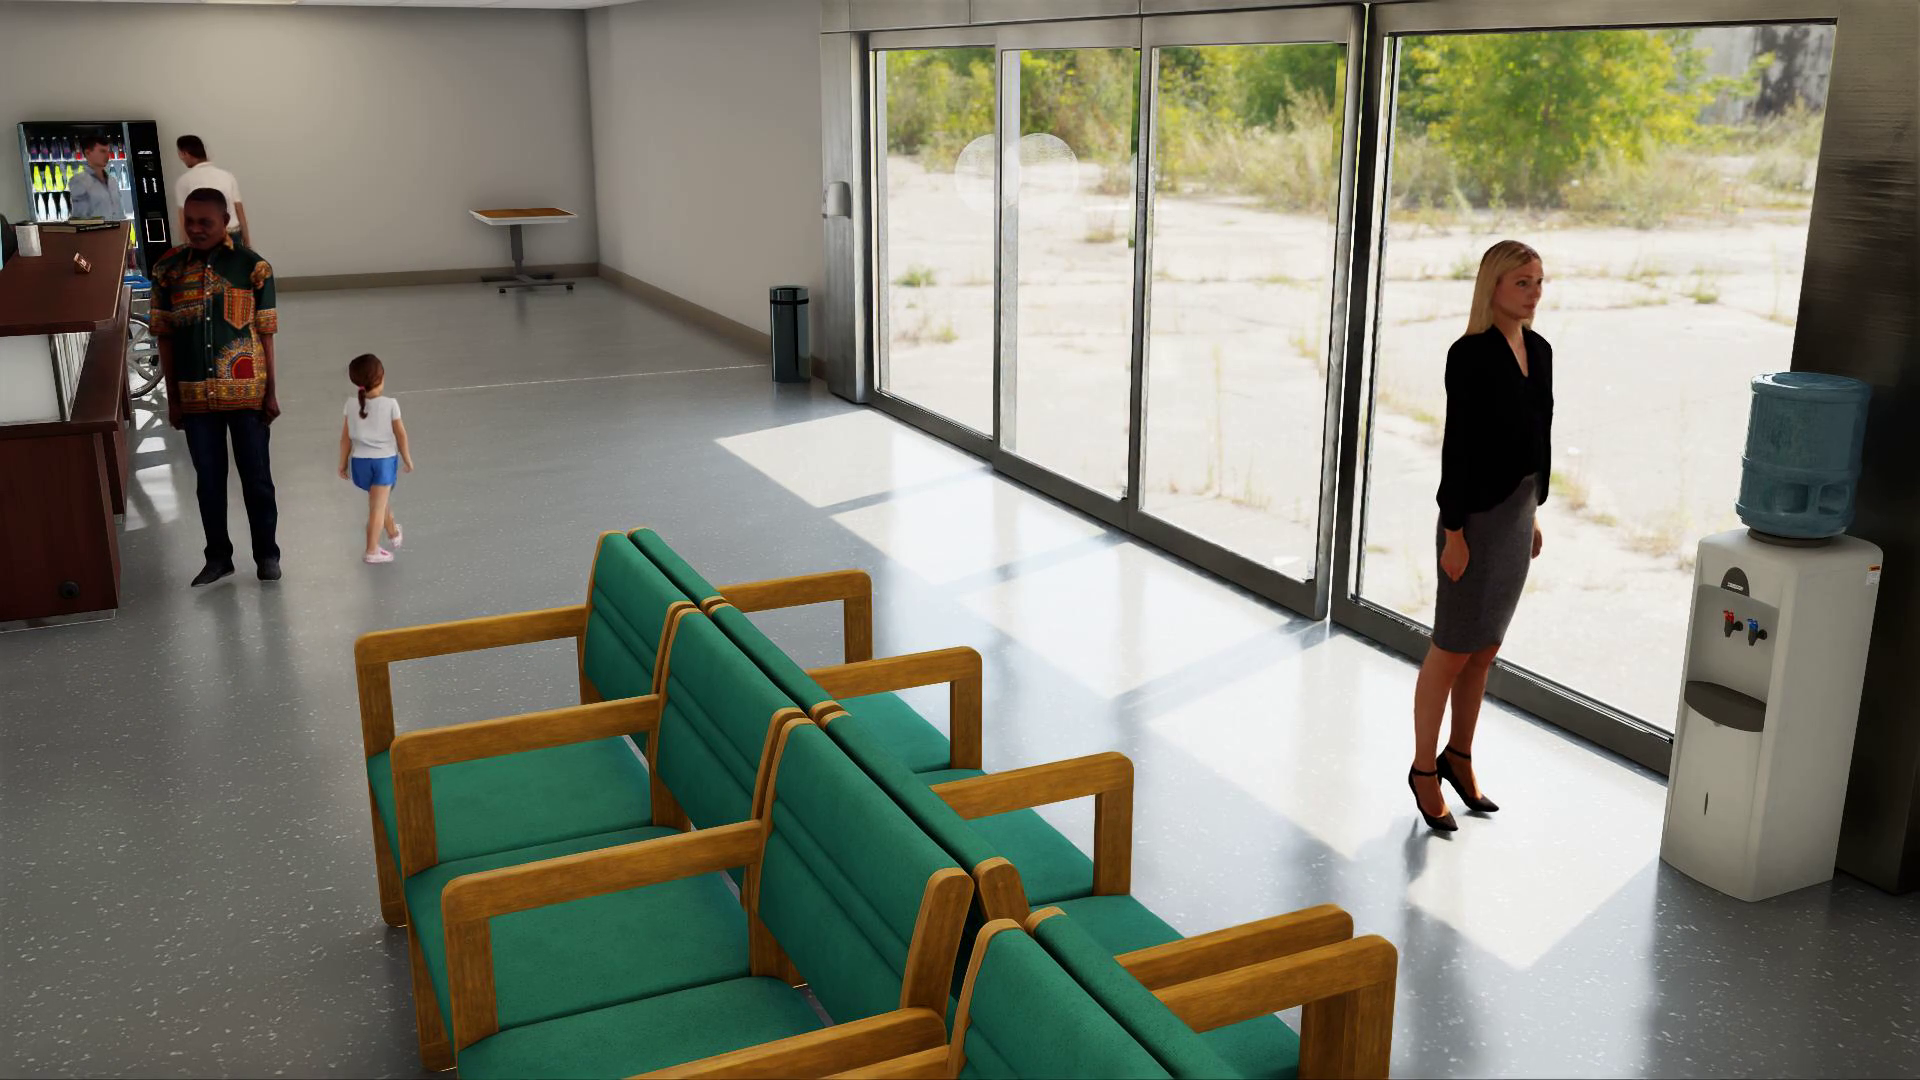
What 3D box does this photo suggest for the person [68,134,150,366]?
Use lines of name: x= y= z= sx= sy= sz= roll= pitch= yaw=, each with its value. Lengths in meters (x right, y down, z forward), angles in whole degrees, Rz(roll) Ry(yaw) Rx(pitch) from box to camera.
person: x=-6.917 y=-2.306 z=13.324 sx=0.951 sy=1.836 sz=0.880 roll=5 pitch=17 yaw=17

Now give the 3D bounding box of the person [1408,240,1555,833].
person: x=1.609 y=0.003 z=5.124 sx=0.563 sy=1.842 sz=0.725 roll=-12 pitch=20 yaw=-37

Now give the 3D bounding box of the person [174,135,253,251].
person: x=-6.032 y=-2.357 z=13.569 sx=1.009 sy=1.802 sz=0.976 roll=-14 pitch=21 yaw=-40

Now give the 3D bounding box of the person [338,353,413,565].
person: x=-2.844 y=-0.369 z=8.008 sx=0.713 sy=0.992 sz=0.688 roll=1 pitch=16 yaw=3

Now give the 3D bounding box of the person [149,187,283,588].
person: x=-3.361 y=-0.695 z=7.592 sx=0.657 sy=1.806 sz=0.801 roll=-4 pitch=16 yaw=-14
